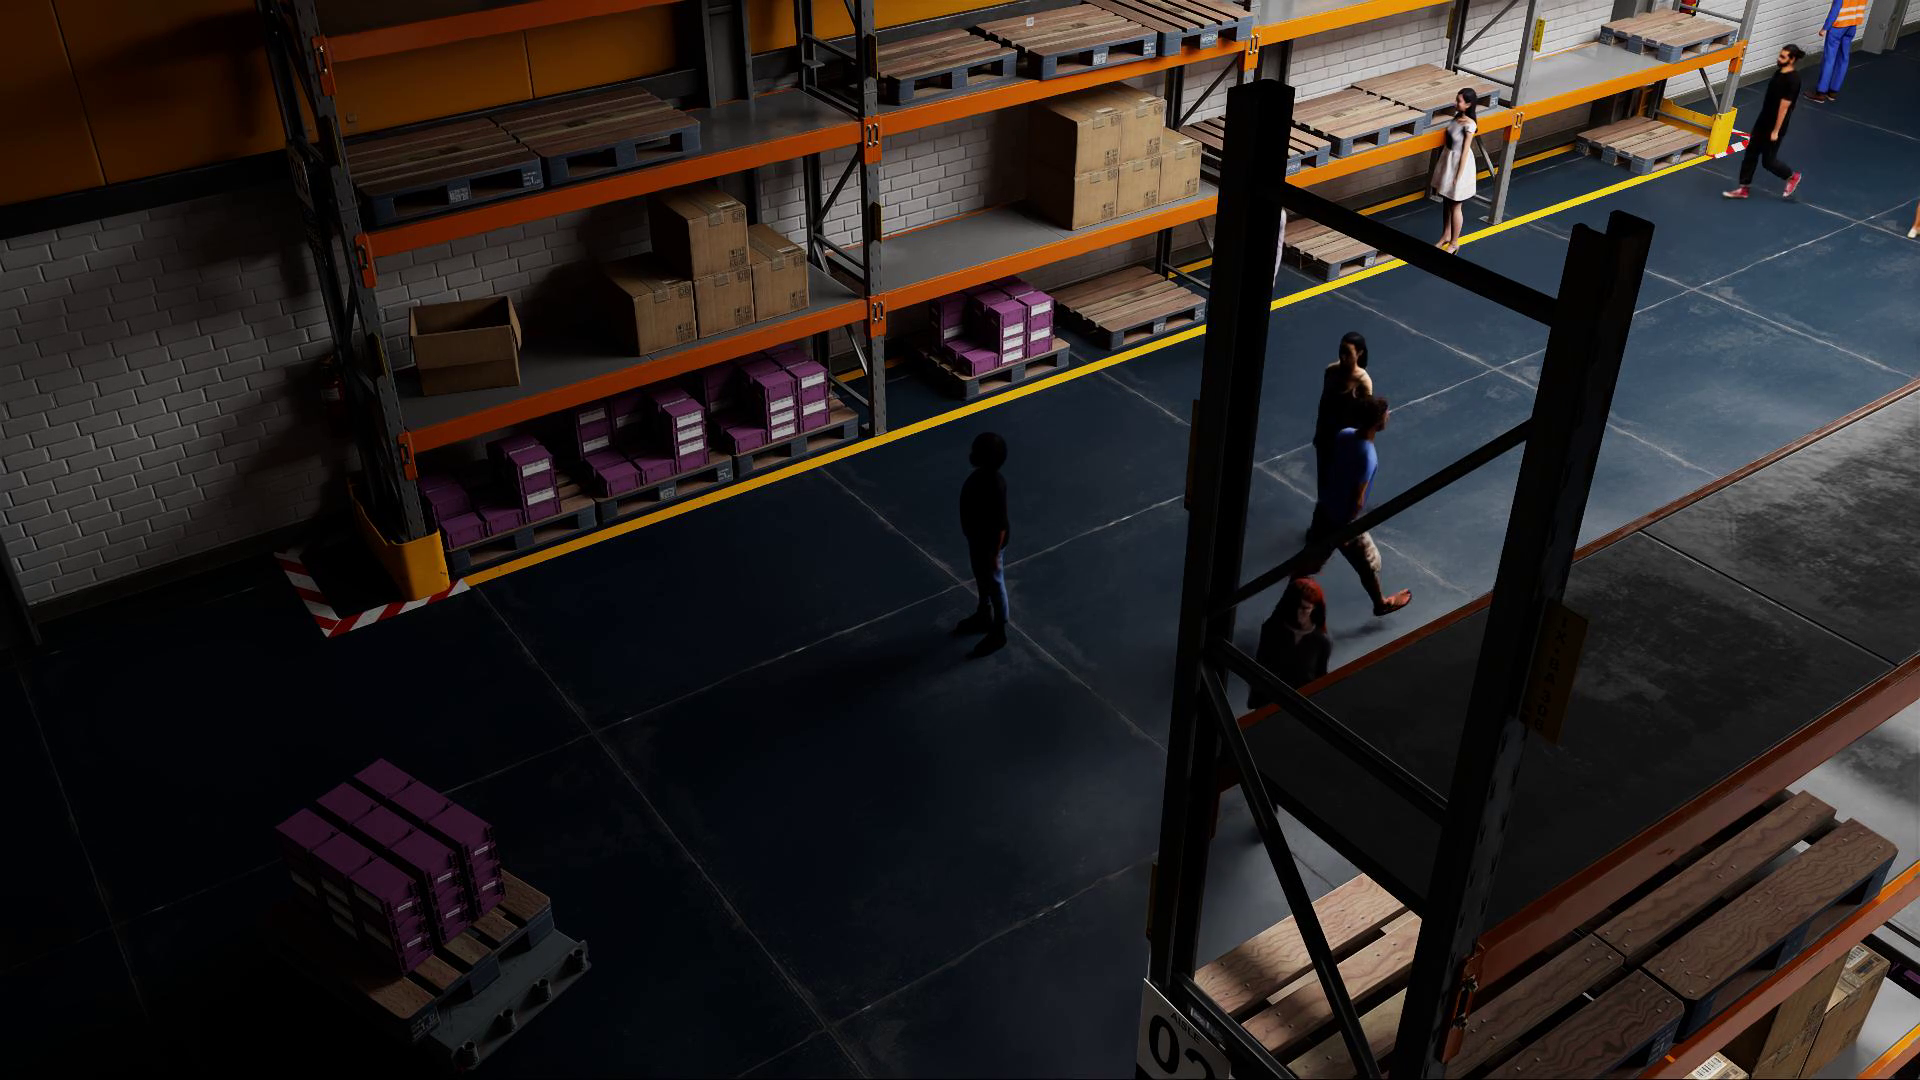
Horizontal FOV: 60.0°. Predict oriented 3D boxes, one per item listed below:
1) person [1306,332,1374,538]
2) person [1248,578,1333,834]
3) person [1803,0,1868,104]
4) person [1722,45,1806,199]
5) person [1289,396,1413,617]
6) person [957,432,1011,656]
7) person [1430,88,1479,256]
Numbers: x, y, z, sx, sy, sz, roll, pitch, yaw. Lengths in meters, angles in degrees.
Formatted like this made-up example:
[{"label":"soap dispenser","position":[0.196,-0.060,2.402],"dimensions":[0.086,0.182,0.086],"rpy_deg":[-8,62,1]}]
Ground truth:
[{"label":"person","position":[2.940,-0.813,12.641],"dimensions":[0.856,1.712,0.622],"rpy_deg":[-26,42,-33]},{"label":"person","position":[1.966,0.933,9.960],"dimensions":[0.806,1.771,0.914],"rpy_deg":[15,36,21]},{"label":"person","position":[11.172,-6.501,21.060],"dimensions":[0.643,1.863,0.811],"rpy_deg":[-11,35,-16]},{"label":"person","position":[8.974,-4.532,18.214],"dimensions":[1.101,1.736,0.939],"rpy_deg":[-2,34,-2]},{"label":"person","position":[2.558,-0.130,11.523],"dimensions":[1.295,1.811,0.908],"rpy_deg":[-8,34,-12]},{"label":"person","position":[0.193,-0.003,11.430],"dimensions":[0.611,1.703,0.622],"rpy_deg":[-12,35,-17]},{"label":"person","position":[5.069,-3.758,17.019],"dimensions":[0.797,1.769,0.775],"rpy_deg":[-3,34,-5]}]
